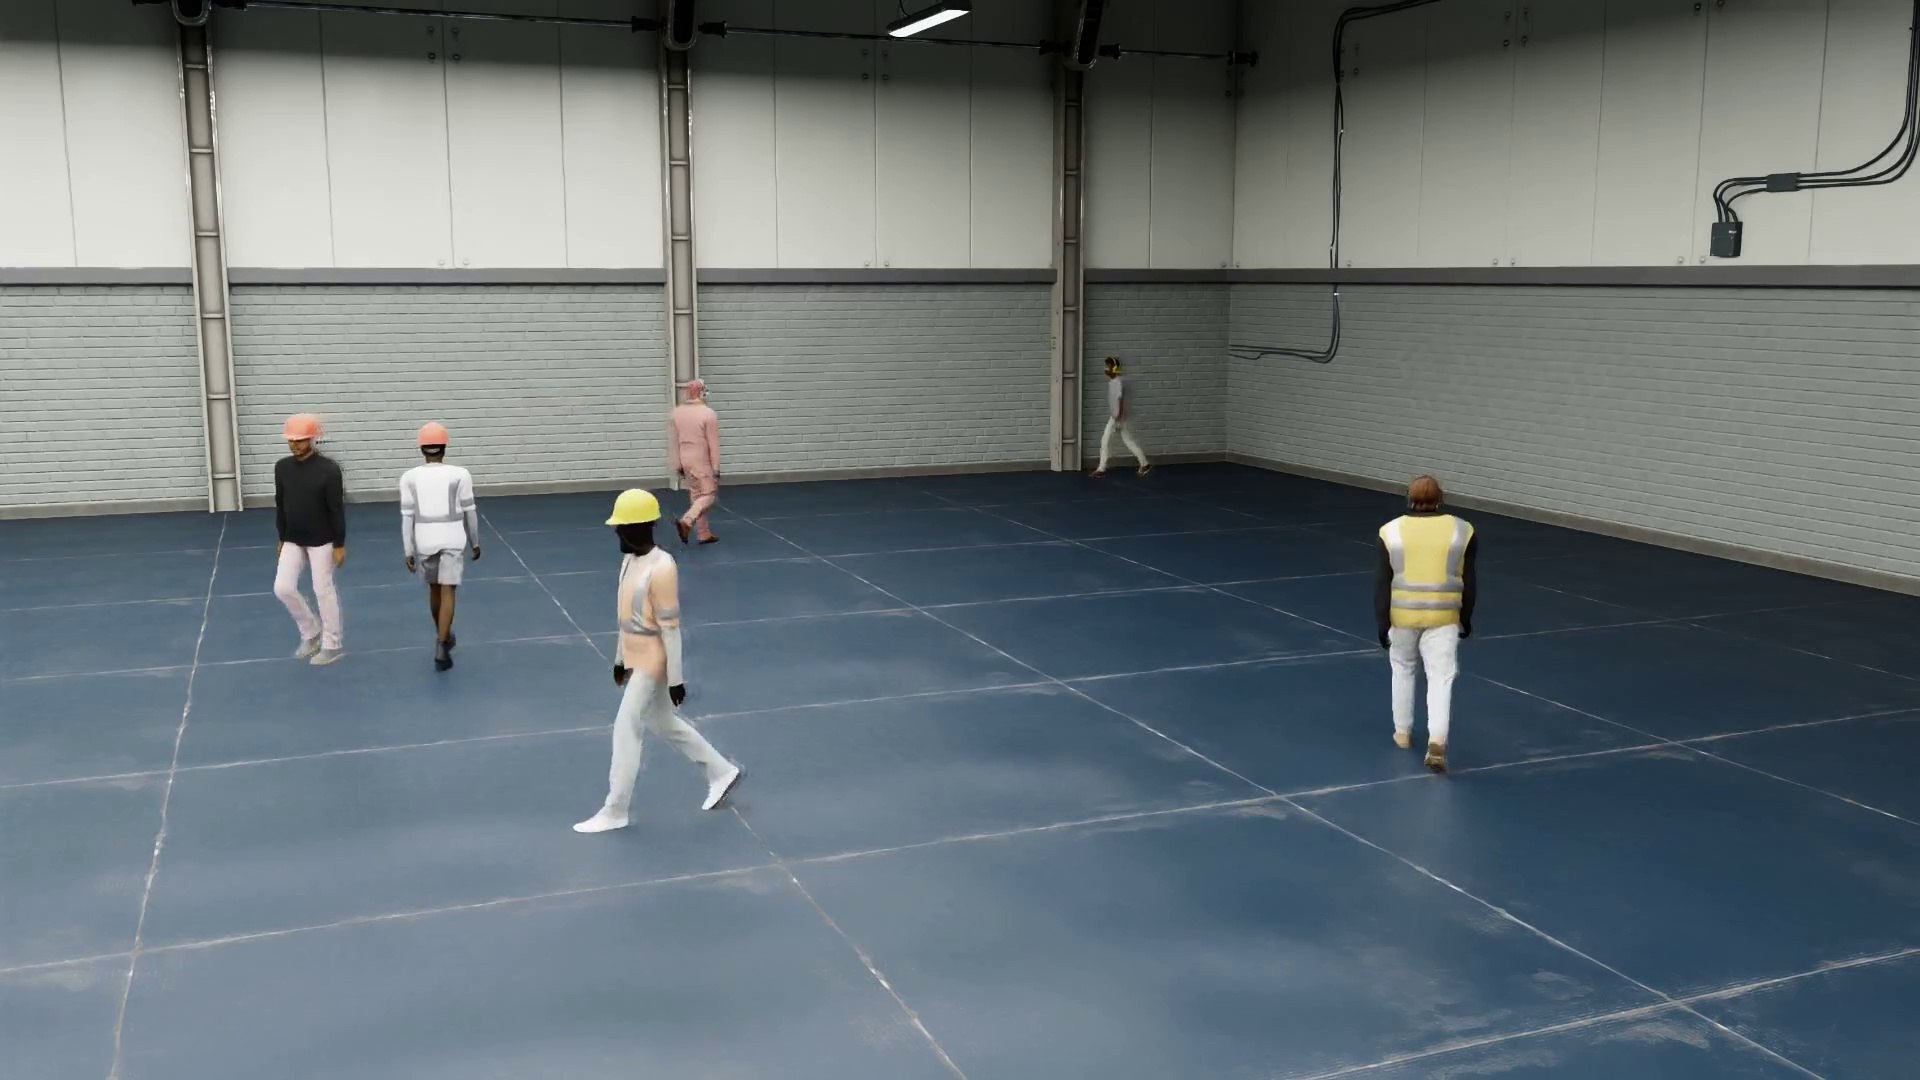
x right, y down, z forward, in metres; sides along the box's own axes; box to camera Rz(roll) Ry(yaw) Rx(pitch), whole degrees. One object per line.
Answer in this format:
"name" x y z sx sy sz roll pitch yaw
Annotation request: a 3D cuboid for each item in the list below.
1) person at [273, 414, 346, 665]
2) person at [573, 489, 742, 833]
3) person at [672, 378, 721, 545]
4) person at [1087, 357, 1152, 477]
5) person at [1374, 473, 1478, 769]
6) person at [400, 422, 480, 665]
"person" -5.042 0.002 12.898 0.644 1.973 0.461 3 9 17
"person" -1.664 0.642 9.169 0.936 1.895 0.595 -4 10 -24
"person" -2.945 -0.859 18.580 0.658 1.887 0.682 7 11 36
"person" 2.437 -1.844 25.006 0.981 1.826 0.535 -2 9 -15
"person" 2.897 0.488 10.389 0.621 1.811 0.852 2 9 15
"person" -4.099 0.020 13.080 0.548 1.894 0.997 -1 9 -3
